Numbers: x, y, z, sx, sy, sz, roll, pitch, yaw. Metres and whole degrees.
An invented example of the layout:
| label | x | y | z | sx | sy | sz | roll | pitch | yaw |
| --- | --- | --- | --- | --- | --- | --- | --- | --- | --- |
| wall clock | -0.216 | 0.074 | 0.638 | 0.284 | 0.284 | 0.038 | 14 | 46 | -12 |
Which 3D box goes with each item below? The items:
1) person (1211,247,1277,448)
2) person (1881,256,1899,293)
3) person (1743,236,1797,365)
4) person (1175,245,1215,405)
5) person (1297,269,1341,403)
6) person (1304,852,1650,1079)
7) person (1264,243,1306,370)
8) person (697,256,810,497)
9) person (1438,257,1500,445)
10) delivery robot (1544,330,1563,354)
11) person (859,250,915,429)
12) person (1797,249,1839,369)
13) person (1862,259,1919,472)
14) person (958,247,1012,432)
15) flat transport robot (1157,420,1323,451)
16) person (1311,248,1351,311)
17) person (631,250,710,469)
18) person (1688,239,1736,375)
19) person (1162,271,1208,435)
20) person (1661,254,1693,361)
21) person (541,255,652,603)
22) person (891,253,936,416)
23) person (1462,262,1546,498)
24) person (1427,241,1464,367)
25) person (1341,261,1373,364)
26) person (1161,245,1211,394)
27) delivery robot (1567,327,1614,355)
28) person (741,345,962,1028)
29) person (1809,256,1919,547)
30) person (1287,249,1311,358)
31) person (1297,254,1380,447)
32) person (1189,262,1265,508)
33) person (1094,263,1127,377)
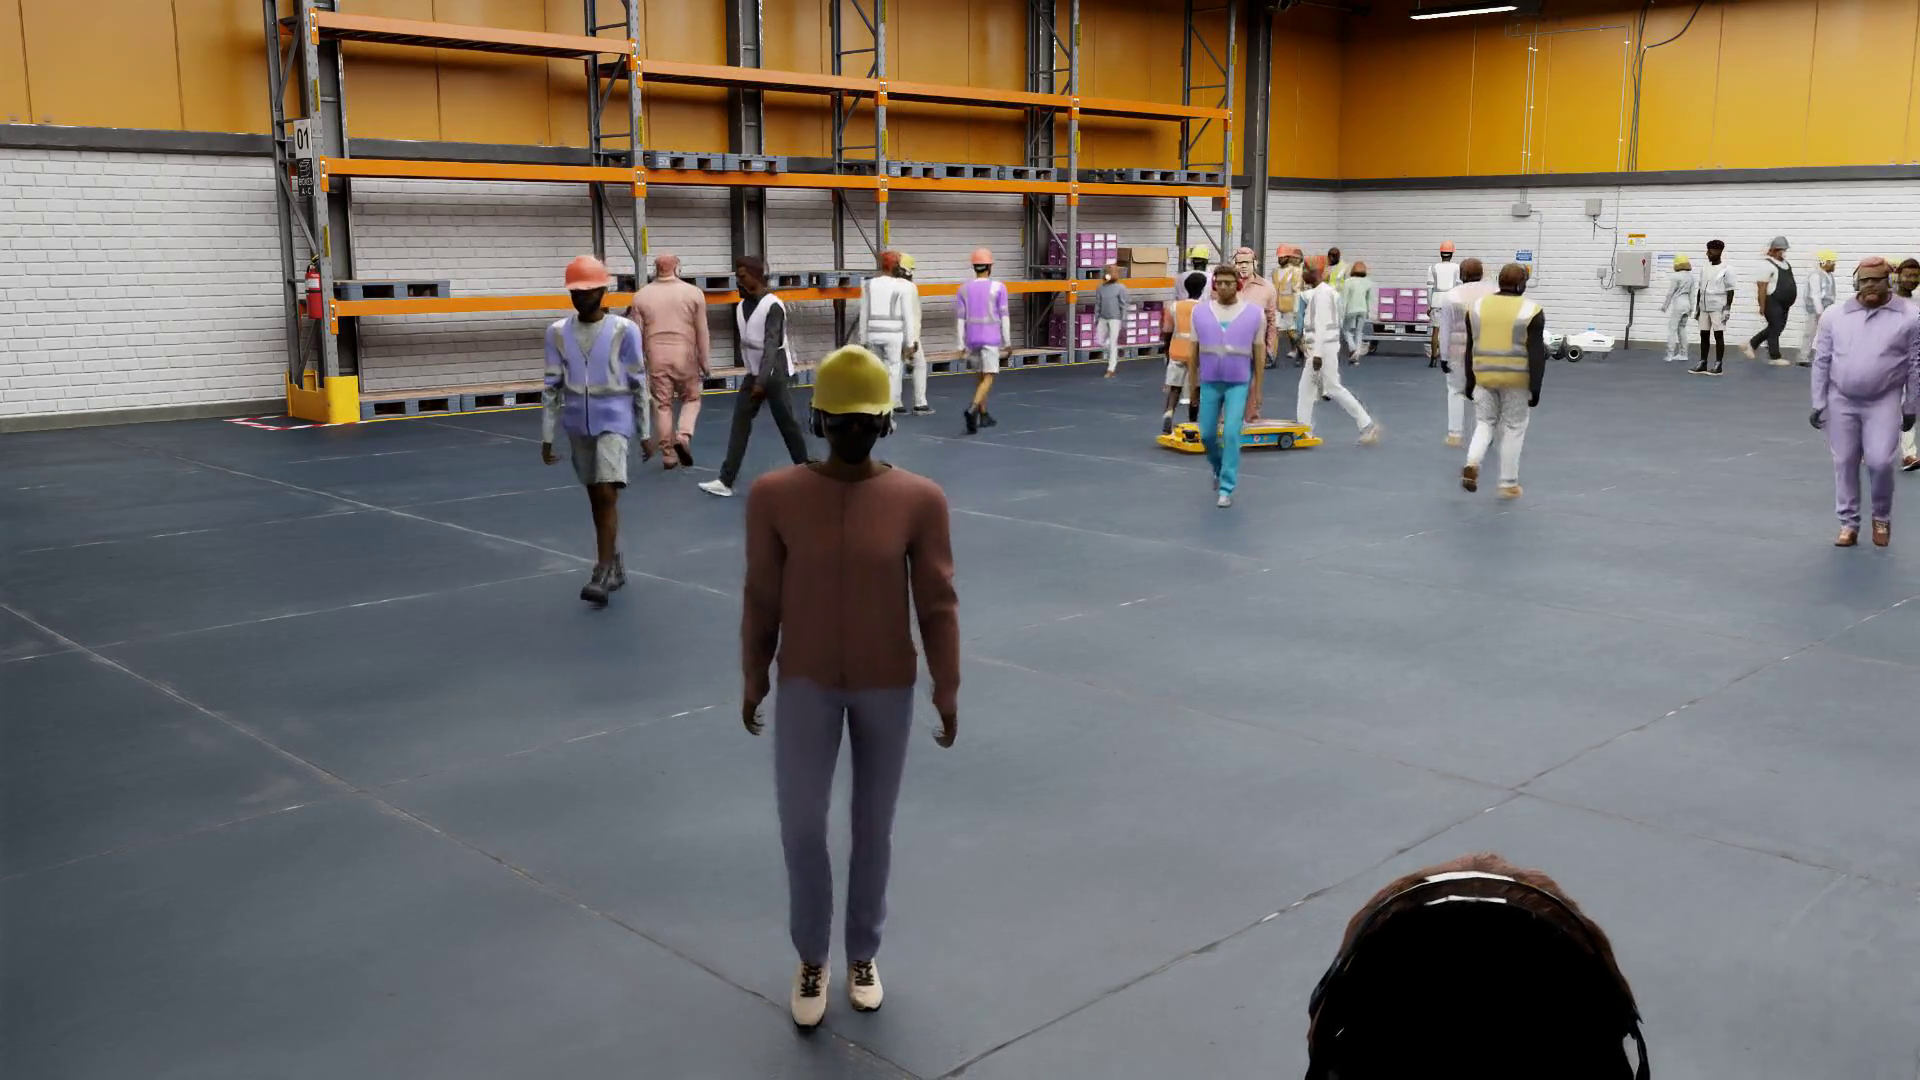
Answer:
| label | x | y | z | sx | sy | sz | roll | pitch | yaw |
| --- | --- | --- | --- | --- | --- | --- | --- | --- | --- |
| person | 2.687 | -1.819 | 15.832 | 0.652 | 1.906 | 0.402 | 1 | 10 | 4 |
| person | 12.213 | -2.865 | 21.971 | 0.524 | 1.751 | 0.467 | -6 | 12 | -29 |
| person | 12.747 | -3.779 | 26.149 | 0.690 | 2.000 | 0.769 | -8 | 13 | -38 |
| person | 2.859 | -2.574 | 19.973 | 0.597 | 1.898 | 0.785 | 6 | 12 | 29 |
| person | 4.350 | -2.477 | 20.205 | 0.517 | 1.623 | 0.496 | 1 | 10 | 8 |
| person | 0.317 | 1.005 | 1.159 | 0.514 | 1.641 | 0.309 | 1 | 10 | 6 |
| person | 4.973 | -3.547 | 25.279 | 0.892 | 1.908 | 0.557 | -10 | 14 | -42 |
| person | -1.549 | -1.259 | 12.907 | 0.996 | 1.862 | 0.600 | -9 | 14 | -42 |
| person | 4.872 | -1.775 | 15.829 | 0.635 | 1.819 | 0.679 | 1 | 10 | 4 |
| delivery robot | 9.452 | -3.263 | 27.136 | 0.477 | 0.478 | 0.707 | -7 | 12 | -34 |
| person | -0.754 | -2.078 | 17.355 | 0.587 | 1.864 | 0.405 | 5 | 12 | 25 |
| person | 13.061 | -3.463 | 25.084 | 0.606 | 1.805 | 0.737 | -8 | 13 | -36 |
| person | 8.108 | -1.507 | 14.378 | 0.503 | 1.816 | 0.990 | 2 | 11 | 8 |
| person | 0.208 | -2.075 | 17.239 | 0.548 | 1.909 | 0.861 | 5 | 12 | 27 |
| flat transport robot | 2.670 | -1.006 | 15.861 | 1.431 | 0.197 | 0.652 | -4 | 11 | -19 |
| person | 6.396 | -4.160 | 28.874 | 0.664 | 1.795 | 0.901 | 8 | 13 | 38 |
| person | -2.486 | -1.540 | 14.328 | 0.665 | 1.894 | 0.460 | 0 | 10 | 1 |
| person | 10.926 | -3.373 | 24.138 | 0.362 | 1.963 | 0.613 | -4 | 11 | -23 |
| person | 2.229 | -1.788 | 16.287 | 0.537 | 1.672 | 0.637 | 4 | 11 | 21 |
| person | 11.616 | -3.752 | 26.880 | 0.483 | 1.725 | 0.359 | -8 | 13 | -37 |
| person | -2.053 | -0.599 | 9.172 | 0.577 | 1.902 | 0.906 | 2 | 11 | 9 |
| person | -0.557 | -2.301 | 18.688 | 0.624 | 1.814 | 0.626 | -9 | 14 | -40 |
| person | 4.149 | -1.210 | 12.730 | 0.641 | 1.822 | 0.536 | 9 | 14 | 41 |
| person | 7.419 | -3.603 | 25.470 | 0.545 | 1.939 | 0.354 | 3 | 11 | 16 |
| person | 6.219 | -3.565 | 26.134 | 0.520 | 1.614 | 0.347 | -2 | 11 | -12 |
| person | 3.098 | -2.786 | 21.122 | 0.962 | 1.910 | 0.632 | 0 | 10 | 0 |
| delivery robot | 10.094 | -3.167 | 26.613 | 0.707 | 0.478 | 0.477 | 4 | 11 | 21 |
| person | -0.274 | 0.384 | 4.224 | 0.561 | 1.746 | 0.514 | -1 | 10 | -6 |
| person | 5.846 | -0.881 | 10.767 | 0.638 | 1.890 | 0.421 | 8 | 13 | 38 |
| person | 5.593 | -3.955 | 27.787 | 0.531 | 1.801 | 0.977 | 5 | 11 | 24 |
| person | 3.591 | -1.822 | 16.023 | 0.915 | 1.848 | 0.629 | 1 | 10 | 6 |
| person | 2.013 | -1.179 | 12.570 | 0.565 | 1.829 | 0.629 | 4 | 11 | 19 |
| person | 2.141 | -3.137 | 23.766 | 0.518 | 1.621 | 0.361 | 7 | 13 | 35 |
